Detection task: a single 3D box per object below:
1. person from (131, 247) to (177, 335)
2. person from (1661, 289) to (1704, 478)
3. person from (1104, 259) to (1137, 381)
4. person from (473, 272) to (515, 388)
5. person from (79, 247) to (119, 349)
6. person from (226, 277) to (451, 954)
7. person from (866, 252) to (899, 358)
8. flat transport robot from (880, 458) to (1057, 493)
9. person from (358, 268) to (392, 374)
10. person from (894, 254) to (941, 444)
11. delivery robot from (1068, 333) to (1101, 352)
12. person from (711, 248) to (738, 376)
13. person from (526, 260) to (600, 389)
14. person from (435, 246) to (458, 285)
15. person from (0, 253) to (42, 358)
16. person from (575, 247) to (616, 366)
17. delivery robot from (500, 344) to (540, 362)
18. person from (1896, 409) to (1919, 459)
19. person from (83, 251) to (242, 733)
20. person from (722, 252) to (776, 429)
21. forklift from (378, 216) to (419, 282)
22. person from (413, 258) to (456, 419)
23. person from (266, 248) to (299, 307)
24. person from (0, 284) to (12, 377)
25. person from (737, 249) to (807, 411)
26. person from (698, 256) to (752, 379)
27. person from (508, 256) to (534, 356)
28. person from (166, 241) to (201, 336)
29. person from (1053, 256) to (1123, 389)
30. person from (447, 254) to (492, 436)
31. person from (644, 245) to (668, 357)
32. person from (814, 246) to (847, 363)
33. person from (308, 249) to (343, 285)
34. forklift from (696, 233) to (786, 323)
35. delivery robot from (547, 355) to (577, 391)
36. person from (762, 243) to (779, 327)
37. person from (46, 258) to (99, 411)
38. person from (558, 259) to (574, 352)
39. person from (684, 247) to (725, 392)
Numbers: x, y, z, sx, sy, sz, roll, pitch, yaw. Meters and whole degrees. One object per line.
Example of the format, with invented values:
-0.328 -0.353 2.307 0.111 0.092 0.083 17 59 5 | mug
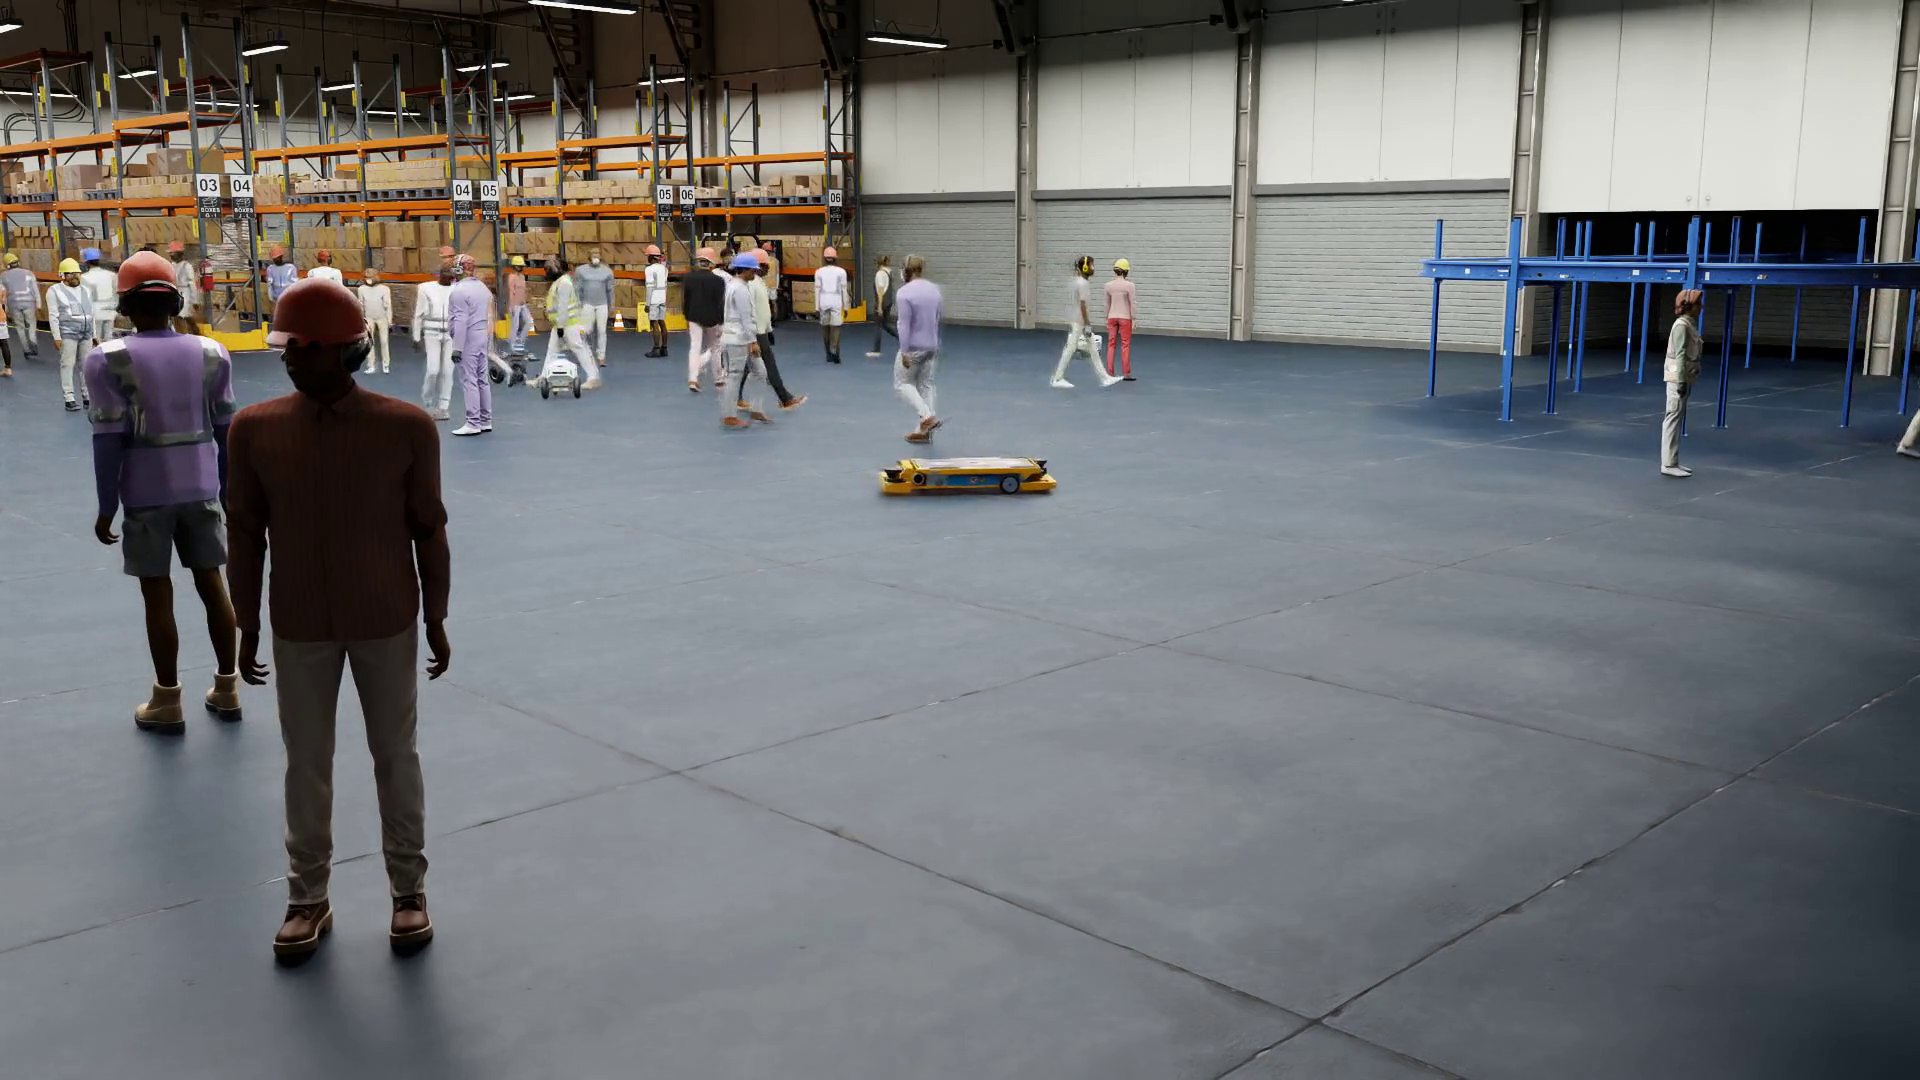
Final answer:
-10.339 -2.765 21.305 0.361 1.964 0.616 6 12 28 | person
6.372 -1.388 14.685 0.310 1.642 0.514 5 12 26 | person
2.355 -3.223 24.353 0.525 1.769 0.315 7 12 33 | person
-6.412 -2.814 22.537 0.634 1.618 0.517 4 11 19 | person
-12.401 -3.244 24.003 0.519 1.936 0.623 5 11 24 | person
-1.817 0.232 4.893 0.623 1.989 0.391 -2 11 -12 | person
-1.266 -4.078 28.873 0.728 1.827 0.511 4 11 20 | person
0.061 -0.555 13.998 1.431 0.197 0.652 -1 10 -6 | flat transport robot
-8.913 -3.333 25.357 0.531 1.596 0.684 -1 10 -4 | person
-0.412 -1.930 16.878 0.483 1.926 0.640 9 13 39 | person
2.152 -3.443 28.716 0.477 0.478 0.707 -5 11 -24 | delivery robot
-3.538 -3.454 25.192 0.395 1.920 0.587 9 13 39 | person
-5.458 -2.951 22.860 0.998 1.779 0.682 -5 11 -24 | person
-9.274 -4.395 30.315 0.569 1.919 0.466 2 11 10 | person
-16.212 -4.041 28.694 0.621 1.807 0.421 -6 12 -31 | person
-5.905 -3.782 26.976 0.647 1.920 0.446 -3 11 -16 | person
-6.374 -2.705 23.985 0.698 0.223 0.335 6 12 32 | delivery robot
9.370 -1.559 15.766 0.905 1.585 0.517 1 10 6 | person
-3.420 -0.209 7.160 0.393 2.041 0.614 9 14 41 | person
-2.300 -2.180 18.234 0.727 1.916 0.625 0 10 -1 | person
-17.868 -9.201 54.028 1.873 2.768 1.129 -10 14 -44 | forklift
-5.995 -2.326 19.267 0.647 1.848 0.377 -5 12 -26 | person
-12.697 -4.532 31.195 0.578 1.867 0.939 -1 10 -6 | person
-14.389 -3.257 24.717 0.322 1.699 0.536 3 11 15 | person
-2.369 -2.526 20.070 1.008 1.937 0.642 1 10 4 | person
-3.499 -3.280 24.537 0.741 1.816 0.640 0 10 -1 | person
-7.760 -4.109 29.225 0.438 1.749 0.552 3 11 14 | person
-13.883 -4.276 29.473 0.618 1.989 1.041 9 14 42 | person
1.745 -2.997 22.973 0.995 1.816 0.552 2 11 10 | person
-5.245 -2.077 17.720 0.405 1.906 0.653 2 11 11 | person
-5.331 -4.174 29.069 0.357 1.938 0.542 5 11 25 | person
-2.170 -3.939 27.858 0.548 1.945 0.565 1 10 6 | person
-10.160 -3.721 26.748 0.584 1.882 0.349 0 10 3 | person
-5.496 -6.489 41.108 2.313 2.155 1.214 -10 14 -44 | forklift
-5.259 -2.206 21.973 0.477 0.478 0.707 -2 10 -8 | delivery robot
-4.463 -5.929 38.640 0.551 1.934 0.373 -8 13 -36 | person
-10.766 -2.504 20.247 0.404 1.832 0.599 5 11 25 | person
-7.206 -4.261 30.258 0.565 1.671 0.572 0 10 1 | person
-3.477 -2.988 22.603 0.620 1.952 1.015 1 10 8 | person
